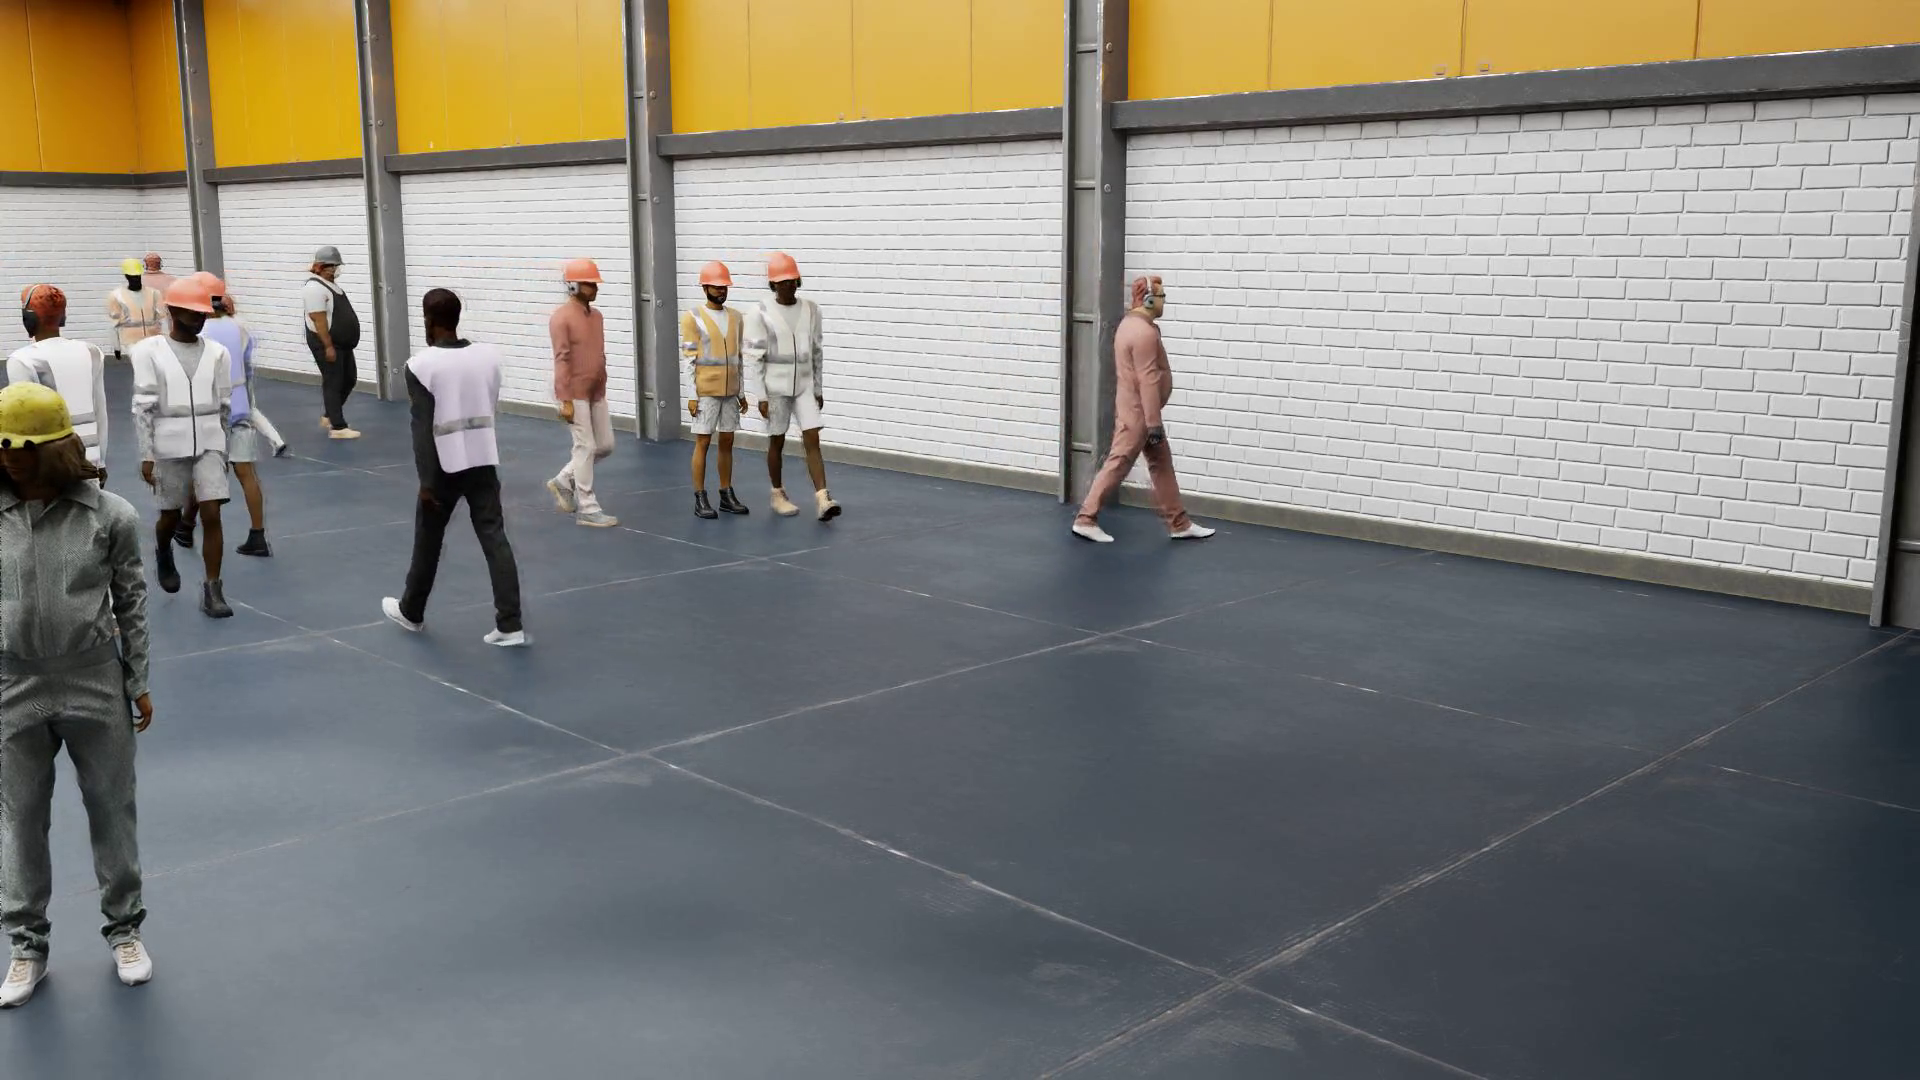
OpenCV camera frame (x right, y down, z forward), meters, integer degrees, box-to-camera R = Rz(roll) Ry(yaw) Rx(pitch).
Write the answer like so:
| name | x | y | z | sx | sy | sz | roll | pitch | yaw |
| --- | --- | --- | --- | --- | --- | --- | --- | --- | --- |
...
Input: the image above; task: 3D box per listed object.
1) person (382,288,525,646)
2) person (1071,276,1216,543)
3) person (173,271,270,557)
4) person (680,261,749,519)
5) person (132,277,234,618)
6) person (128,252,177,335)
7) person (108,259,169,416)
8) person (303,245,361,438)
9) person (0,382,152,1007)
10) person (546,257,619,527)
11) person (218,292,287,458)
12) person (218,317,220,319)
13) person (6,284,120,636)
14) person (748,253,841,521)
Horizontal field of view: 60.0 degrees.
| name | x | y | z | sx | sy | sz | roll | pitch | yaw |
| --- | --- | --- | --- | --- | --- | --- | --- | --- | --- |
| person | -2.661 | -0.383 | 8.741 | 1.050 | 1.853 | 0.579 | 9 | 14 | 40 |
| person | 1.252 | -0.889 | 11.510 | 1.014 | 1.864 | 0.658 | 0 | 10 | 1 |
| person | -5.019 | -0.843 | 11.157 | 0.987 | 1.883 | 0.570 | 8 | 13 | 36 |
| person | -1.840 | -1.136 | 12.621 | 0.544 | 1.939 | 0.354 | -10 | 14 | -43 |
| person | -4.404 | -0.538 | 9.443 | 0.555 | 1.911 | 0.793 | -9 | 14 | -40 |
| person | -10.379 | -2.759 | 21.545 | 0.641 | 1.913 | 0.407 | -4 | 11 | -22 |
| person | -9.509 | -2.318 | 19.294 | 1.047 | 1.870 | 0.589 | 9 | 14 | 40 |
| person | -6.601 | -2.089 | 17.533 | 0.536 | 2.000 | 0.691 | 0 | 10 | -1 |
| person | -2.515 | 0.427 | 4.642 | 0.488 | 1.738 | 0.322 | -5 | 11 | -23 |
| person | -2.807 | -1.082 | 12.210 | 0.578 | 1.974 | 0.624 | 4 | 11 | 22 |
| person | -6.722 | -1.531 | 15.662 | 0.564 | 1.609 | 0.533 | -1 | 10 | -7 |
| person | -8.075 | -1.932 | 17.826 | 0.508 | 1.620 | 0.543 | 9 | 14 | 40 |
| person | -4.675 | -0.381 | 8.653 | 0.354 | 1.883 | 0.573 | 3 | 11 | 17 |
| person | -1.220 | -1.114 | 12.354 | 0.625 | 1.987 | 1.017 | -5 | 12 | -27 |
